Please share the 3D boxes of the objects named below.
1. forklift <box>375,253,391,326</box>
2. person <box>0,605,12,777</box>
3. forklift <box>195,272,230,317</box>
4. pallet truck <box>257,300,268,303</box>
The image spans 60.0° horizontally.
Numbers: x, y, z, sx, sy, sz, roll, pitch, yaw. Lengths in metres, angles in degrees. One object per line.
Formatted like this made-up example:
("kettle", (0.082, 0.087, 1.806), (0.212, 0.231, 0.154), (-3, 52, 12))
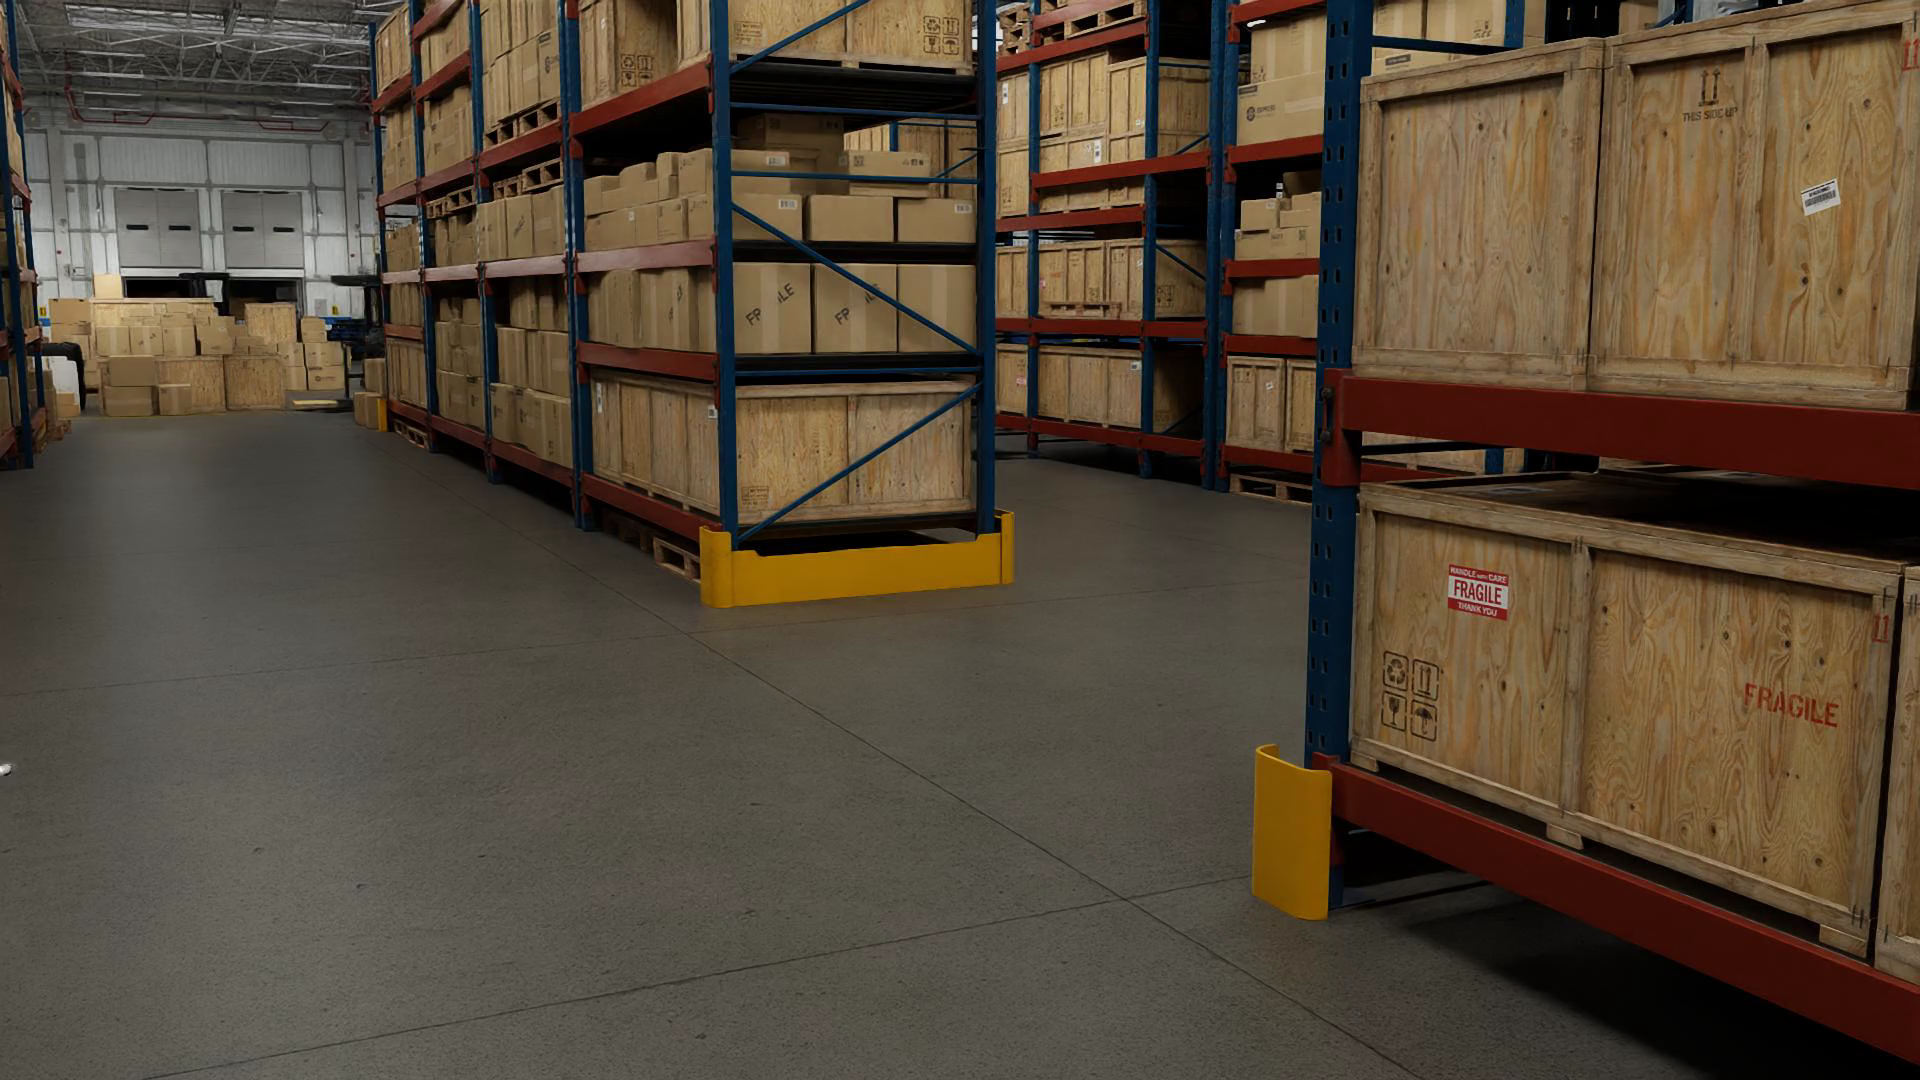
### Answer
("forklift", (-9.893, -3.687, 29.516), (1.129, 2.768, 1.873), (6, 10, 37))
("person", (-4.135, 0.113, 6.667), (0.424, 1.903, 0.669), (-5, 10, -32))
("forklift", (-22.784, -6.786, 50.885), (1.873, 2.768, 1.129), (6, 10, 37))
("pallet truck", (-23.913, -7.404, 58.171), (1.885, 1.965, 0.823), (-1, 8, -9))
